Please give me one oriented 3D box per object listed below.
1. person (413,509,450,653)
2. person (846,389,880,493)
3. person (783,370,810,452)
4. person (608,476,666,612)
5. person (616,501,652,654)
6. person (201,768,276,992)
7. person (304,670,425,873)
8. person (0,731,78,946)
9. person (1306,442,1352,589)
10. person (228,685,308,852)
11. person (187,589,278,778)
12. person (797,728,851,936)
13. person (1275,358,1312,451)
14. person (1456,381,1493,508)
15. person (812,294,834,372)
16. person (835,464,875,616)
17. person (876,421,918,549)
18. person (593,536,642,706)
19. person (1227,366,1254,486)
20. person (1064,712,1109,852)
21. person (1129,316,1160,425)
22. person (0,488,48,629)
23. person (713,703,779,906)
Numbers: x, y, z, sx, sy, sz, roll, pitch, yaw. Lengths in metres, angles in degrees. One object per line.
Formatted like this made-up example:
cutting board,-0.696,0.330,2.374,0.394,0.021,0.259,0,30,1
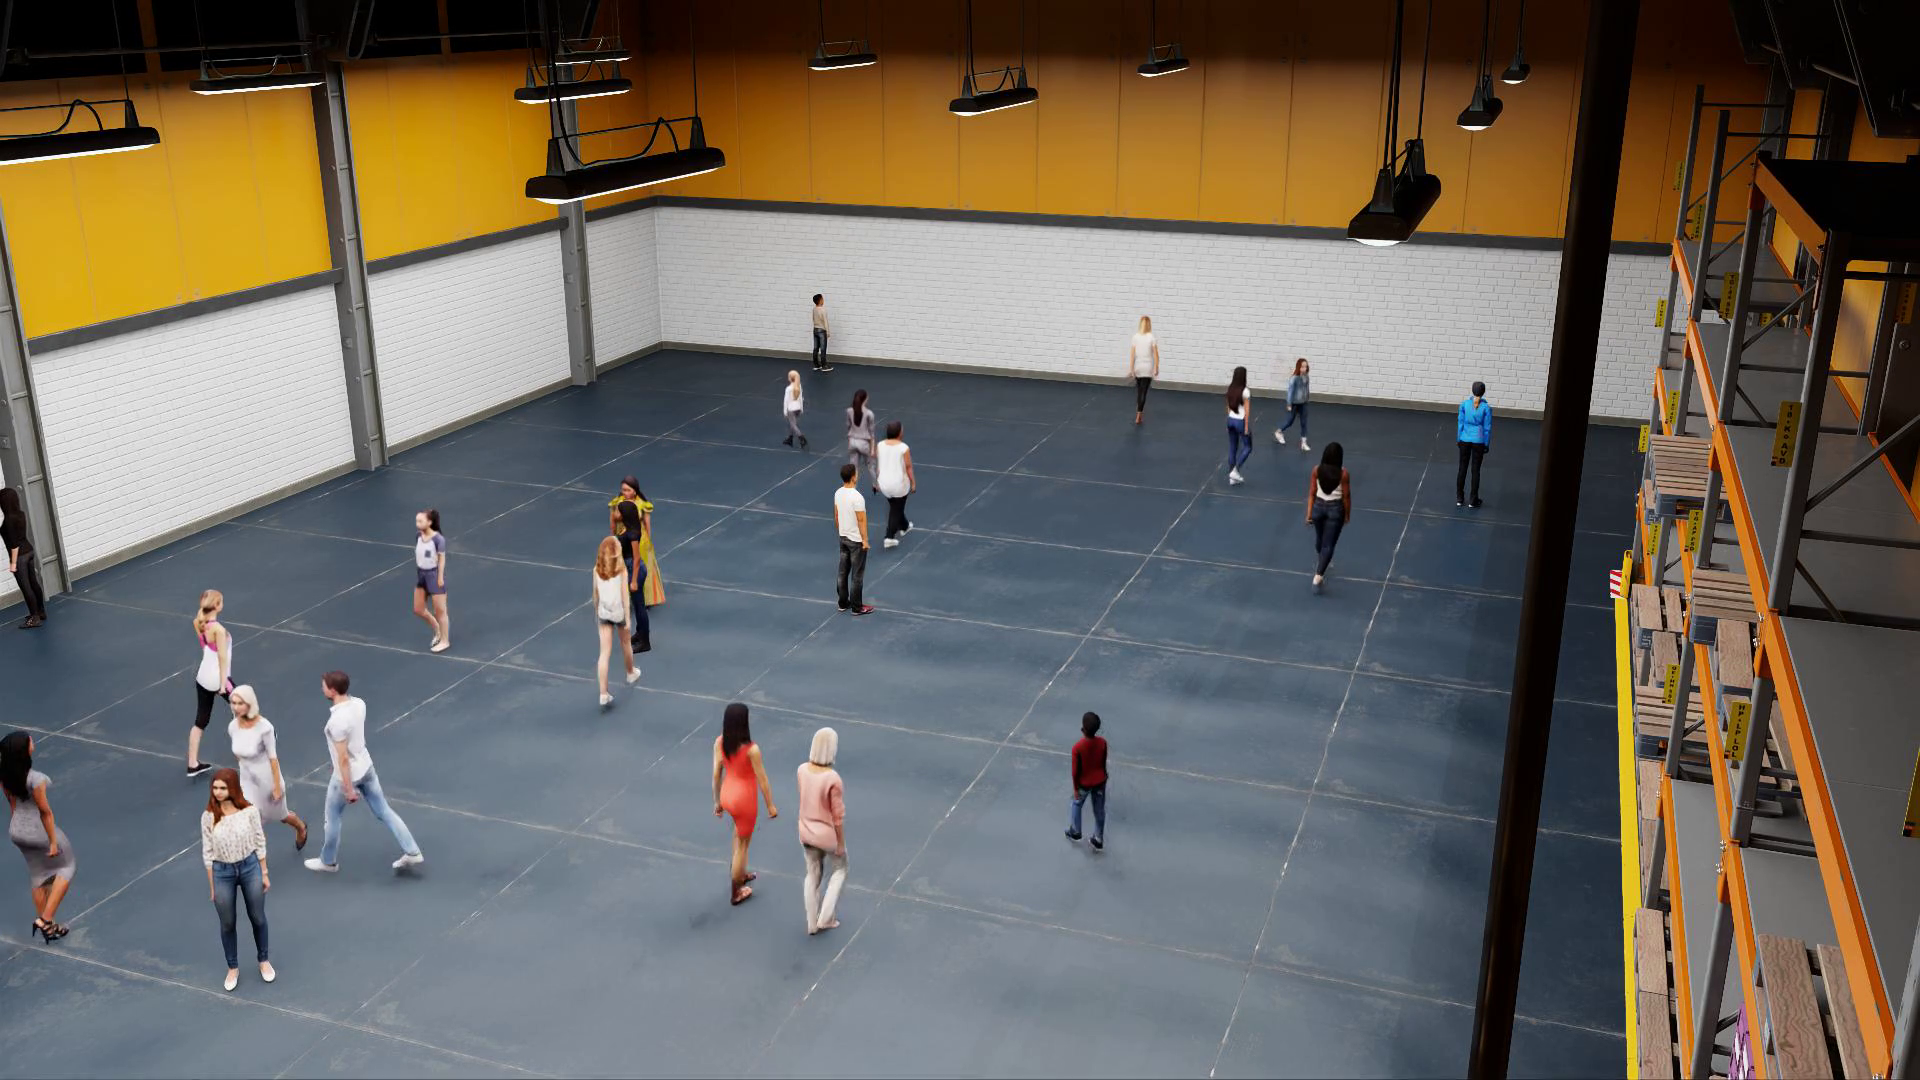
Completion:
person,-5.783,0.422,18.419,0.662,1.642,0.642,12,22,32
person,-1.443,-1.264,23.437,0.663,1.635,1.049,7,20,21
person,-2.598,-2.042,26.330,0.750,1.264,0.872,15,24,37
person,-3.853,0.032,19.552,0.949,1.659,0.913,1,19,2
person,-3.590,0.386,18.377,0.722,1.738,0.641,-5,19,-15
person,-5.321,2.457,12.243,0.648,1.728,0.697,-7,20,-21
person,-4.880,1.939,13.661,0.858,1.805,1.211,3,19,9
person,-7.084,2.309,12.614,0.599,1.772,0.666,6,19,16
person,4.465,-0.269,20.277,0.818,1.766,1.244,11,22,30
person,-5.706,1.972,13.704,0.737,1.715,1.139,2,19,6
person,-7.016,1.370,15.474,0.713,1.726,1.200,9,21,26
person,-1.123,2.286,12.779,0.670,1.710,0.640,10,21,27
person,5.315,-2.173,26.429,1.010,1.449,1.052,-10,21,-28
person,7.236,-1.365,23.483,0.671,1.797,0.613,13,22,33
person,-2.672,-3.964,31.721,0.608,1.465,0.607,15,24,37
person,-1.274,-0.019,19.477,0.695,1.803,0.718,-17,25,-41
person,-0.872,-0.707,21.767,0.878,1.646,1.140,14,23,35
person,-3.585,0.862,17.008,0.721,1.710,1.187,3,19,9
person,4.029,-1.657,24.401,0.748,1.765,0.719,-15,23,-37
person,1.136,2.072,14.144,0.673,1.243,0.738,-6,20,-18
person,3.055,-2.793,27.760,0.625,1.775,1.151,6,19,17
person,-10.784,0.190,19.111,0.721,1.641,0.603,-3,19,-9
person,-1.806,2.132,13.245,0.675,1.705,0.716,12,22,32
